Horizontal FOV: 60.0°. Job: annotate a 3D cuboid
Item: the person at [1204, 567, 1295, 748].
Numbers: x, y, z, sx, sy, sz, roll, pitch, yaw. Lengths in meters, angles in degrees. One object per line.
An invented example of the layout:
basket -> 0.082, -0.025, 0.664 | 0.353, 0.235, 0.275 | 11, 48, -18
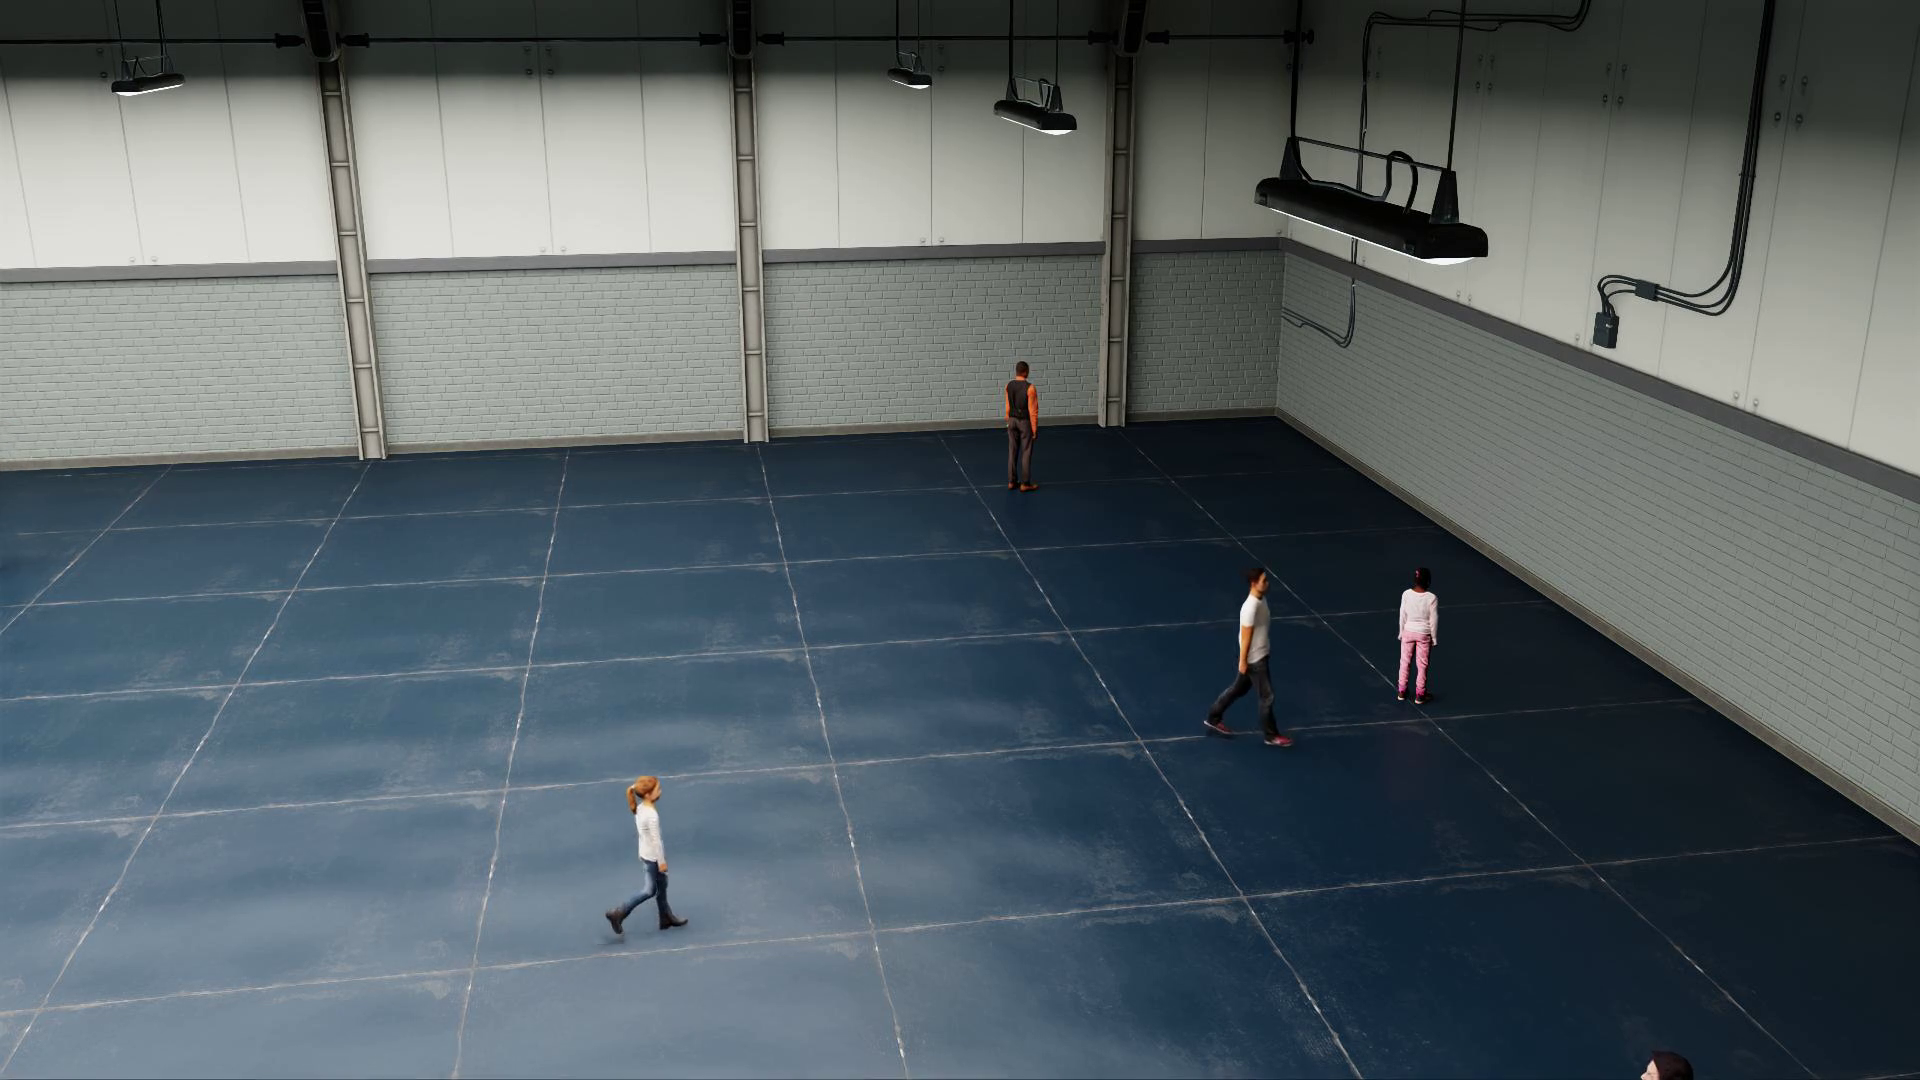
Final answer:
person -> 2.724, 1.110, 15.937 | 1.221, 1.766, 1.006 | 6, 19, 18

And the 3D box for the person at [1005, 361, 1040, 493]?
person -> 0.887, -1.664, 24.225 | 0.780, 1.907, 0.838 | 12, 22, 34

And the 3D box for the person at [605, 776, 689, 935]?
person -> -2.415, 2.428, 12.646 | 0.883, 1.298, 0.574 | -7, 19, -20

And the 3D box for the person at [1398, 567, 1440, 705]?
person -> 4.666, 0.947, 16.958 | 0.616, 1.445, 0.680 | 12, 21, 32
